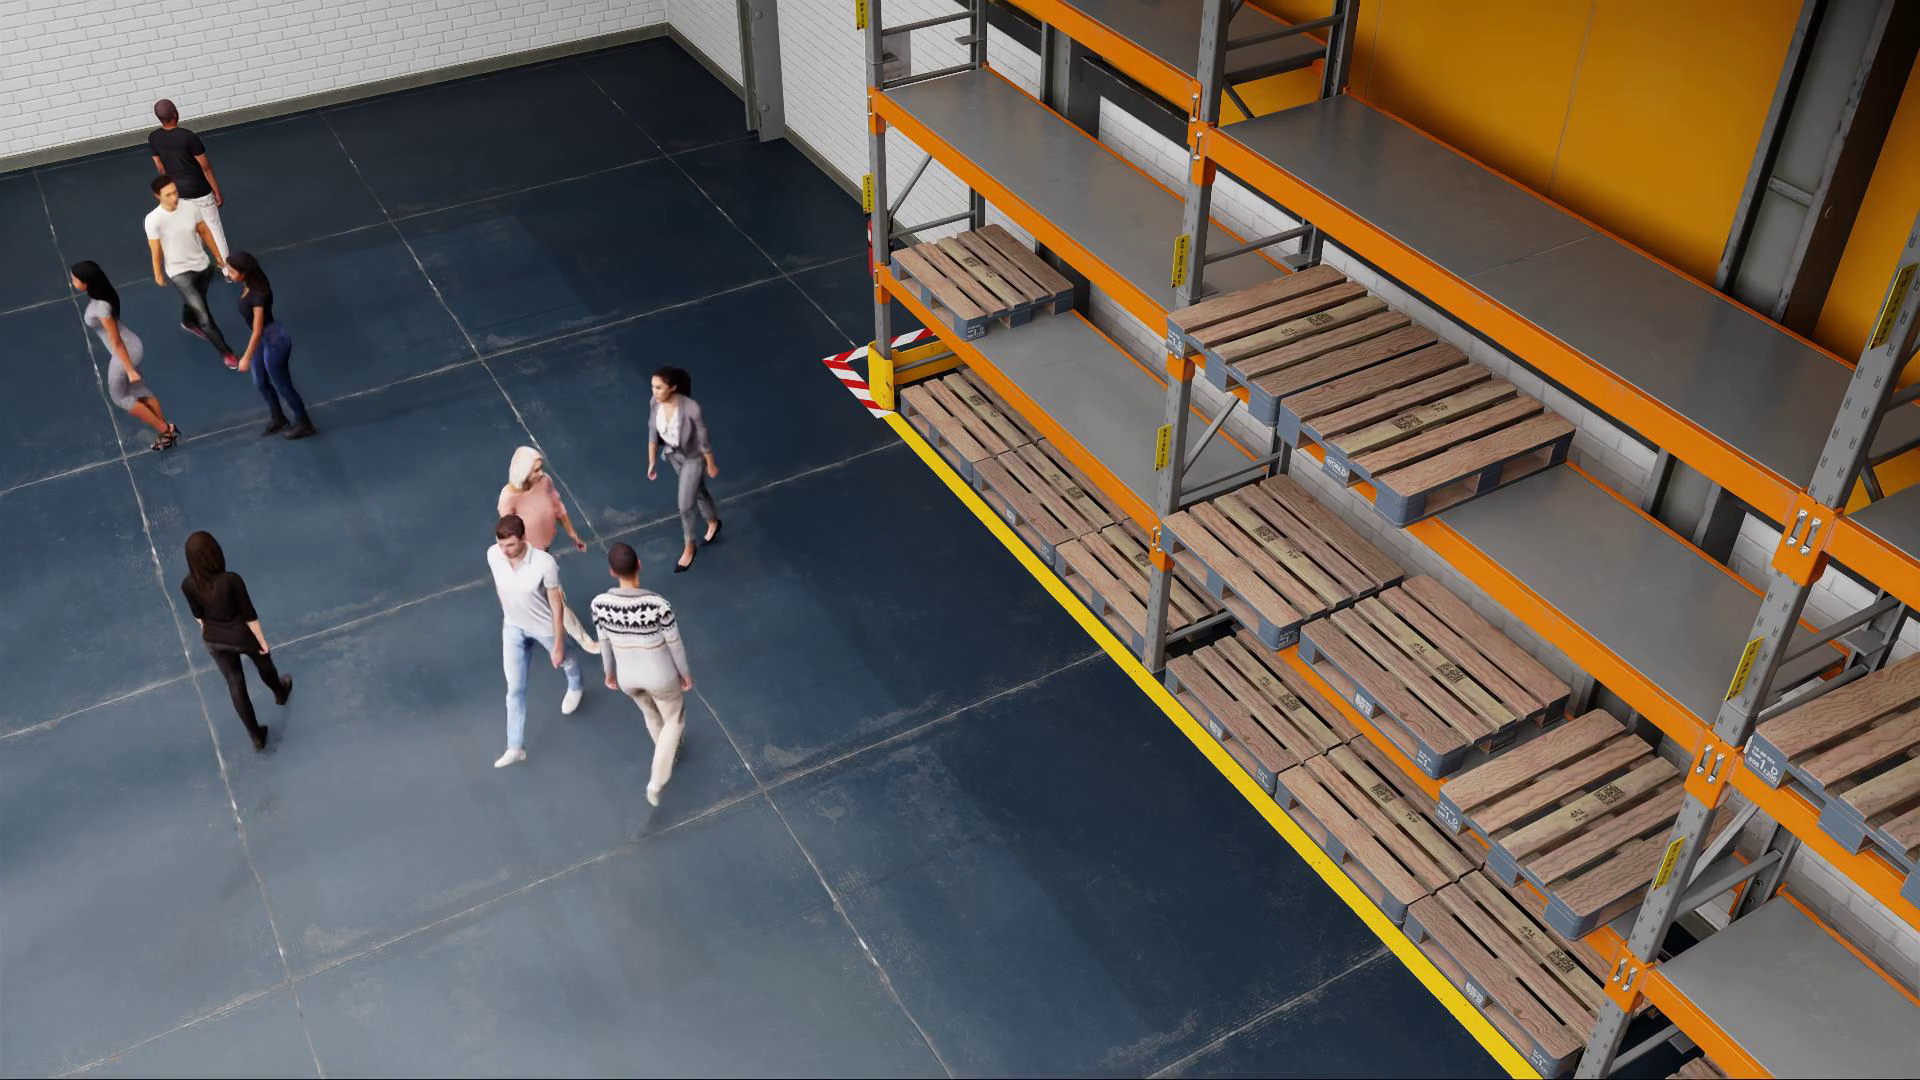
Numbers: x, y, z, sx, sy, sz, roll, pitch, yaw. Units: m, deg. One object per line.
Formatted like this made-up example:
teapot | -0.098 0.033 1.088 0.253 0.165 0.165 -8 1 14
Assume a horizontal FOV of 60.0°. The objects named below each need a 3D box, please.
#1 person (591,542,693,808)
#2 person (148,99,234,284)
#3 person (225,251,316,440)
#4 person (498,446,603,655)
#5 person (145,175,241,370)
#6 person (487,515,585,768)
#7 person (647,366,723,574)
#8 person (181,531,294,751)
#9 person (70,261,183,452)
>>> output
person | -1.953 0.880 10.269 1.079 1.820 1.167 8 39 10
person | -7.123 -3.223 15.419 0.761 1.805 0.777 1 39 1
person | -5.456 -1.555 13.396 0.641 1.723 0.621 -17 42 -20
person | -2.998 0.037 11.451 1.223 1.662 1.036 15 41 18
person | -6.725 -2.373 14.395 1.282 1.754 1.018 22 44 25
person | -2.698 0.515 10.747 1.191 1.795 1.273 9 39 11
person | -1.952 -0.619 12.286 0.884 1.646 0.864 24 44 27
person | -4.674 0.689 10.661 0.785 1.628 0.975 -5 39 -6
person | -6.522 -1.452 13.234 0.710 1.764 0.637 -10 40 -12
